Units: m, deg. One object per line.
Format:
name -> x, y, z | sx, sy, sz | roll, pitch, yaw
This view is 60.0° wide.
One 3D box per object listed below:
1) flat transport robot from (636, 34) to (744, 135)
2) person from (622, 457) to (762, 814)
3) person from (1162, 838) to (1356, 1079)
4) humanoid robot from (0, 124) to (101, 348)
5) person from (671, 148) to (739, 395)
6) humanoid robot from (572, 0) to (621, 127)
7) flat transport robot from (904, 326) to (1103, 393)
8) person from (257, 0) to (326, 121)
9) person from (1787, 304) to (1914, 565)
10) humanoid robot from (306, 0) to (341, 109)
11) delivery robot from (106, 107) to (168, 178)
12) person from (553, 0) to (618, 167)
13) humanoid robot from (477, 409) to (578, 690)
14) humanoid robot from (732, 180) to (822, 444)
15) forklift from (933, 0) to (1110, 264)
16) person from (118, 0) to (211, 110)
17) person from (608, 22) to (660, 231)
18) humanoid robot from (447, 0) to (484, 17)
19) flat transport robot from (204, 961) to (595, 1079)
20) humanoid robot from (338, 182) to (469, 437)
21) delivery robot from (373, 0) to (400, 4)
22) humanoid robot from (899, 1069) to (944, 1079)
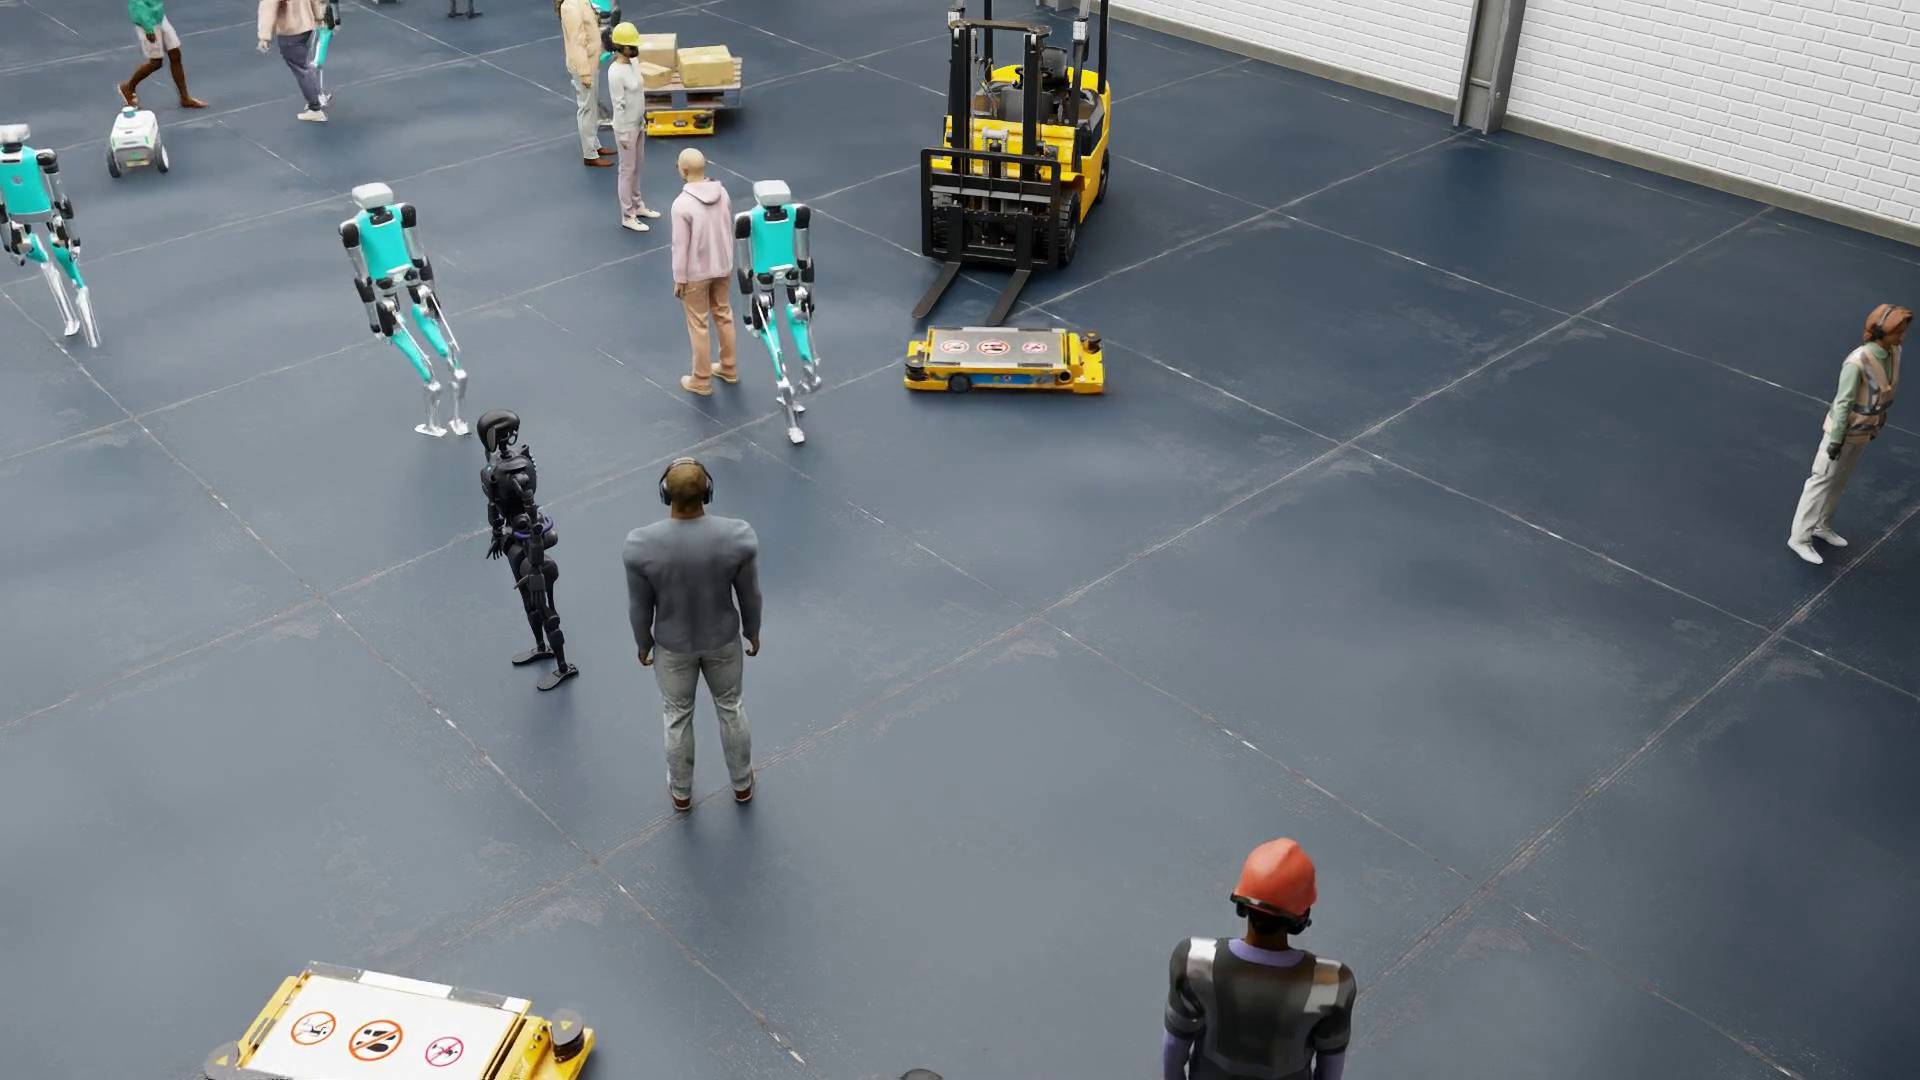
flat transport robot -> -2.824, -4.459, 17.027 | 0.659, 0.231, 1.431 | -2, 33, -4
person -> -1.244, 0.468, 7.938 | 0.625, 1.929, 0.343 | -8, 34, -13
person -> 0.991, 1.845, 5.724 | 0.608, 2.030, 0.403 | 7, 34, 10
humanoid robot -> -6.765, -2.258, 12.347 | 0.537, 1.835, 0.748 | -8, 34, -12
person -> -1.778, -1.871, 11.669 | 0.412, 1.776, 0.536 | 24, 40, 32
humanoid robot -> -3.649, -4.874, 16.324 | 0.765, 1.791, 0.532 | -23, 40, -31
flat transport robot -> 0.326, -1.318, 12.199 | 1.431, 0.231, 0.659 | 1, 33, 2
person -> -6.648, -5.088, 16.545 | 0.518, 1.844, 0.846 | 6, 34, 9
person -> 5.302, -0.642, 9.900 | 0.521, 1.639, 0.304 | -24, 40, -32
humanoid robot -> -6.615, -5.177, 16.831 | 0.566, 1.823, 0.870 | 2, 33, 4
delivery robot -> -7.785, -3.764, 15.713 | 0.499, 0.614, 0.798 | -10, 34, -15
person -> -3.516, -4.443, 15.532 | 0.413, 1.877, 0.553 | -2, 33, -3
humanoid robot -> -2.310, 0.044, 8.801 | 0.315, 1.657, 0.599 | -22, 39, -29
humanoid robot -> -1.127, -1.461, 11.088 | 0.543, 1.770, 0.868 | -16, 36, -23
forklift -> 0.570, -3.725, 14.138 | 1.214, 2.155, 2.313 | 9, 34, 13
person -> -8.220, -5.230, 16.785 | 0.755, 1.828, 0.501 | 0, 33, 0
person -> -2.798, -3.544, 14.249 | 0.328, 1.764, 0.532 | 5, 33, 8
humanoid robot -> -6.033, -7.055, 19.727 | 0.601, 1.660, 0.377 | 23, 40, 31
flat transport robot -> -2.313, 2.148, 6.872 | 1.431, 0.231, 0.659 | 7, 34, 11
humanoid robot -> -3.603, -1.452, 11.058 | 0.787, 1.760, 0.540 | 27, 42, 35
delivery robot -> -7.262, -7.022, 20.701 | 0.499, 0.592, 0.783 | -19, 37, -26
humanoid robot -> -0.117, 2.278, 5.385 | 0.567, 1.641, 0.590 | 17, 37, 24
